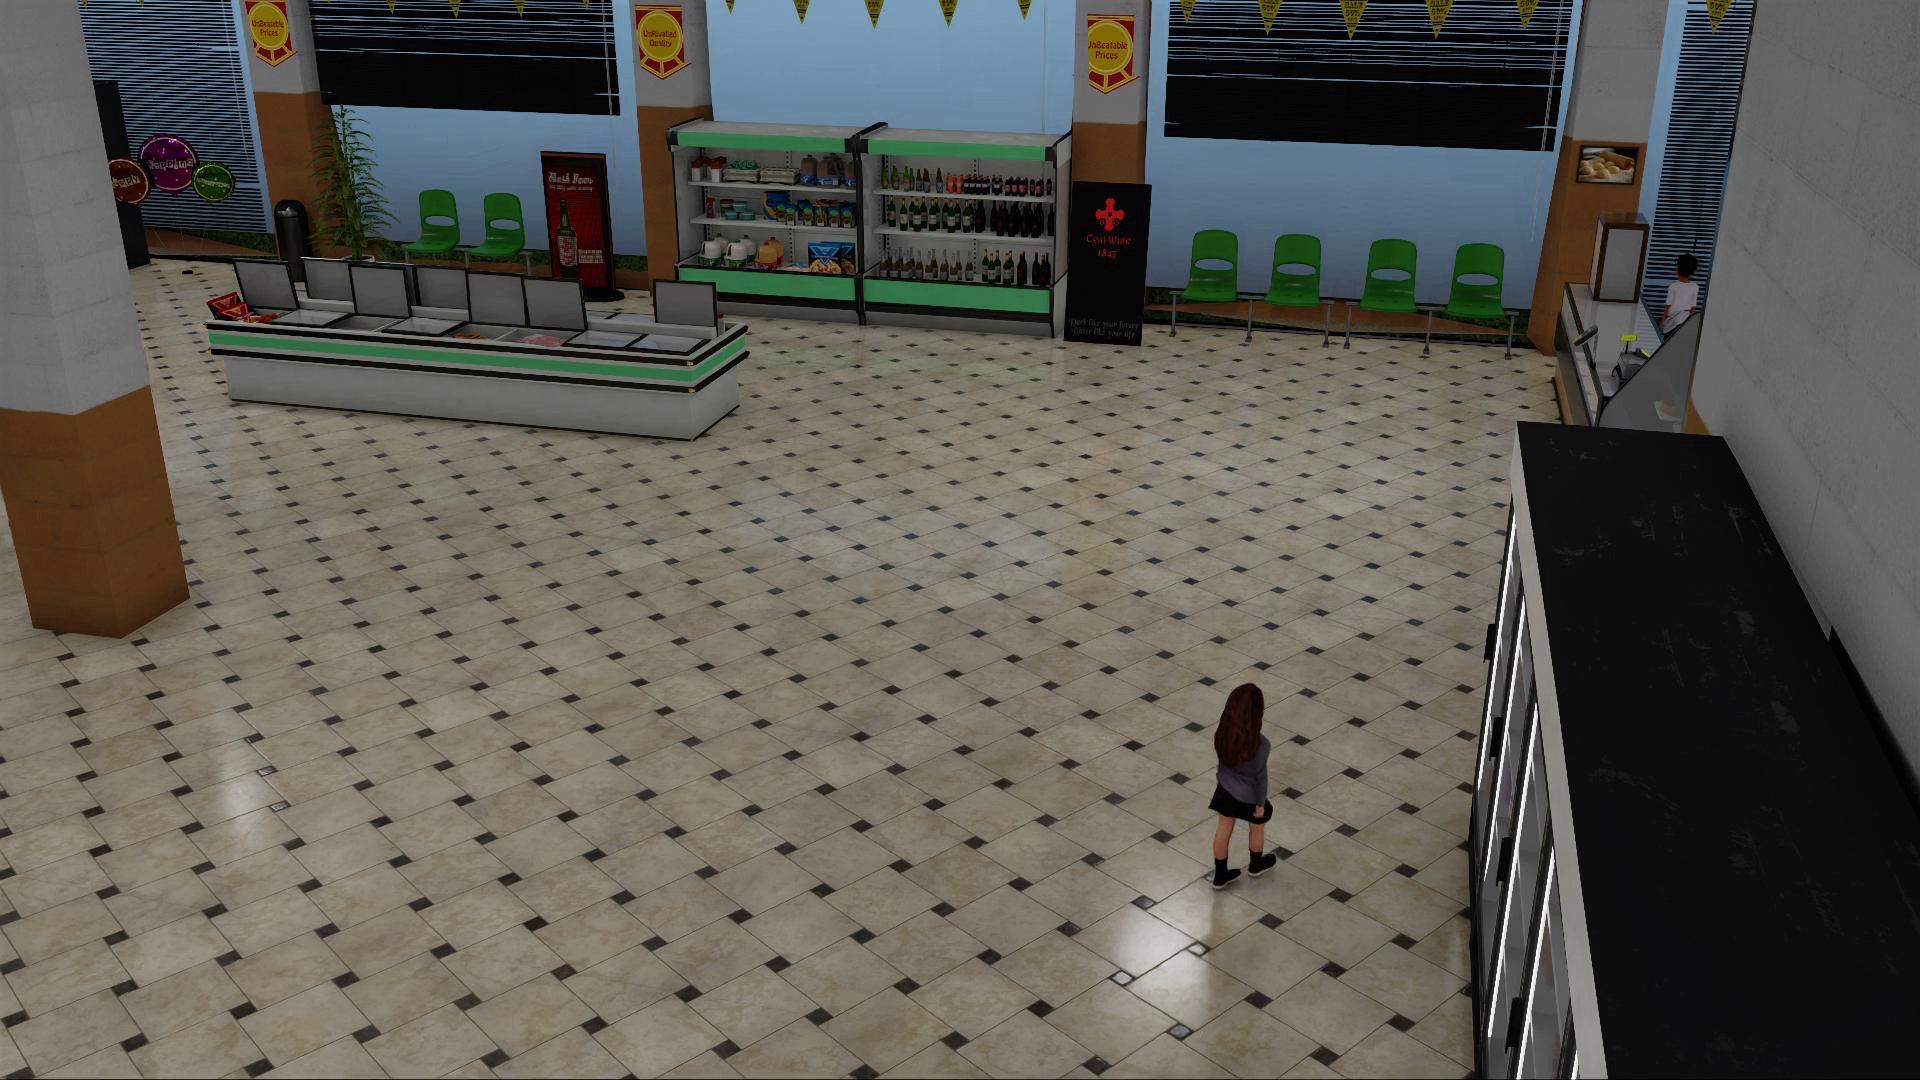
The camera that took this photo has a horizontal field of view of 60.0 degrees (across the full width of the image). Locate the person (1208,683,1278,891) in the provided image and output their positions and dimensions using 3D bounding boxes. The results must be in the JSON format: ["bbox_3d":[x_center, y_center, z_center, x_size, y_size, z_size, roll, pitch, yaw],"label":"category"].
[{"bbox_3d":[1.338,1.224,8.148,0.695,1.093,0.653,-19,29,-40],"label":"person"}]

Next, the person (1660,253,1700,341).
[{"bbox_3d":[7.105,-2.204,16.455,0.526,1.260,0.620,-3,22,-7],"label":"person"}]
